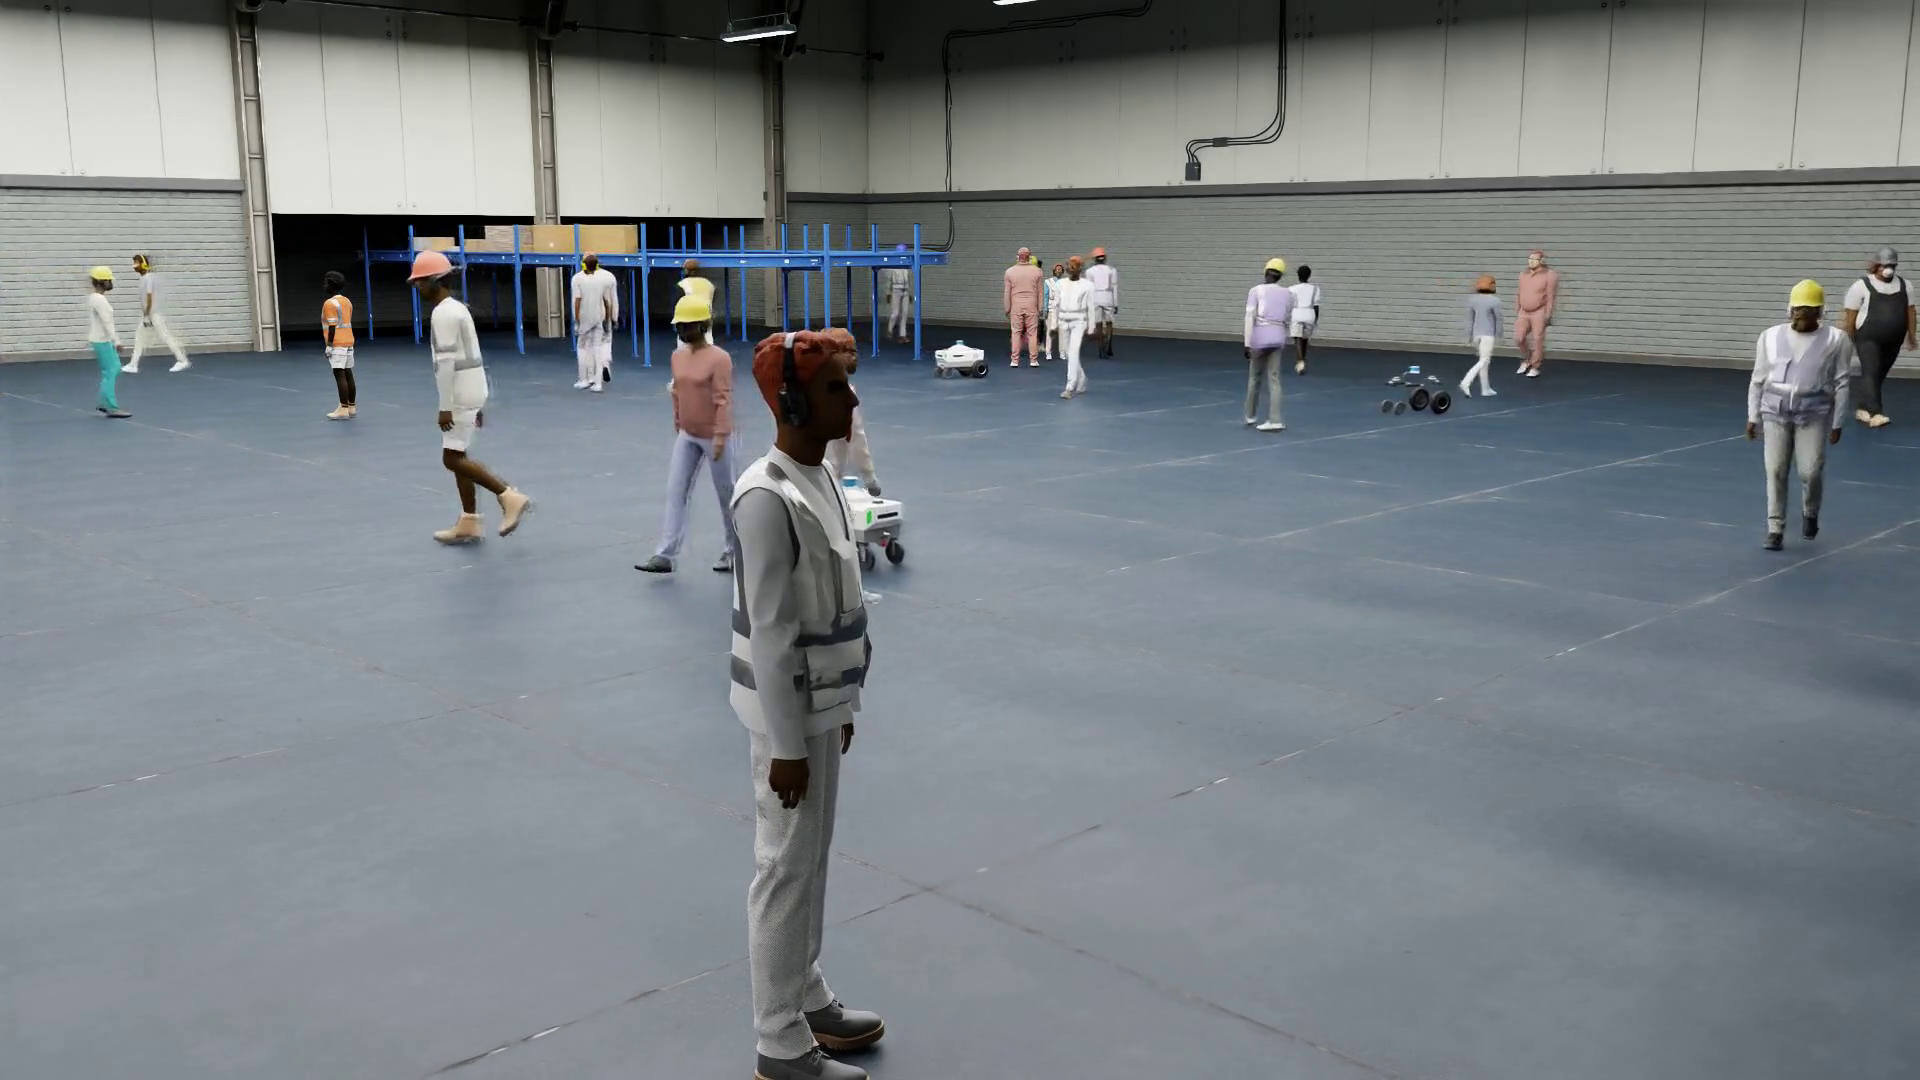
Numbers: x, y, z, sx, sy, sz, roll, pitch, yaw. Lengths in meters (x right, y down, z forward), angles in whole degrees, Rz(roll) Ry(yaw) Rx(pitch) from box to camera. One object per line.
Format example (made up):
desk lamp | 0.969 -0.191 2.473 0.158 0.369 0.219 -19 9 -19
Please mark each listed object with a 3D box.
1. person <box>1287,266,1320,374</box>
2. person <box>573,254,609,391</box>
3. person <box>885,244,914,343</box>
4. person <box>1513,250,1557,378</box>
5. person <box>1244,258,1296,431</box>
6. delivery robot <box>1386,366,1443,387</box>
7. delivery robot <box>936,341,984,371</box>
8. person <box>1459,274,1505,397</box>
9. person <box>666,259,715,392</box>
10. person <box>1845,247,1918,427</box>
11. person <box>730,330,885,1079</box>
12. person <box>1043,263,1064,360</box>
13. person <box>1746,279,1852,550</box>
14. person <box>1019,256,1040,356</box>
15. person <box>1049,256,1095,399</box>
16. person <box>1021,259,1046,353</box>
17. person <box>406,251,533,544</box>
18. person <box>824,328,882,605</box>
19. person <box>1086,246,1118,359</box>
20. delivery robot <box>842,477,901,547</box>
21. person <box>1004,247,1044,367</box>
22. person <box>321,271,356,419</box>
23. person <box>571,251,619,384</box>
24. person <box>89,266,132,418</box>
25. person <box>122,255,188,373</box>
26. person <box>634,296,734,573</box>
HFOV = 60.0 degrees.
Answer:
person | 5.254 -3.380 25.516 0.530 1.649 0.902 -1 10 -3
person | -5.087 -2.973 22.750 0.569 1.845 0.753 -7 12 -33
person | -1.184 -4.851 32.753 0.636 1.934 0.452 -9 13 -39
person | 8.572 -3.383 24.880 0.424 1.893 0.643 -10 14 -44
person | 3.370 -2.149 18.255 0.633 1.852 0.845 -2 11 -10
delivery robot | 5.466 -1.971 19.971 0.698 0.223 0.335 -4 11 -20
delivery robot | -0.003 -2.737 24.864 0.707 0.478 0.477 -6 12 -30
person | 6.826 -2.674 21.774 0.756 1.605 0.497 -5 12 -27
person | -3.503 -2.753 21.725 0.628 1.787 0.966 -10 14 -42
person | 10.318 -2.289 18.628 0.686 2.000 1.006 0 10 0
person | -0.381 0.428 4.123 0.356 1.884 0.574 1 10 6
person | 1.657 -3.888 28.326 0.514 1.641 0.307 -3 11 -15
person | 5.653 -0.844 11.244 0.604 1.820 0.449 7 13 35
person | 1.164 -4.078 29.047 0.455 1.740 0.591 -9 14 -41
person | 1.519 -2.817 21.920 0.576 1.854 0.858 7 12 33
person | 1.319 -4.249 30.164 0.534 1.678 0.701 -7 12 -32
person | -3.384 -0.964 11.376 0.710 2.008 0.629 -2 11 -9
person | -0.646 -0.358 9.167 0.734 1.605 0.514 -5 12 -26
person | 2.444 -4.099 28.713 0.549 1.916 0.490 1 10 3
delivery robot | -0.717 -0.171 10.873 0.707 0.478 0.477 9 14 42
person | 1.032 -3.736 26.754 0.641 1.913 0.408 0 10 1
person | -7.204 -2.259 19.276 0.318 1.700 0.535 0 10 1
person | -5.200 -3.166 23.696 0.669 1.891 0.442 -3 11 -18
person | -9.940 -2.306 19.392 0.362 1.761 0.556 -5 12 -27
person | -12.549 -3.504 25.794 1.026 1.820 0.527 -8 13 -39
person | -1.657 -0.633 10.309 0.542 1.729 0.840 7 13 34
